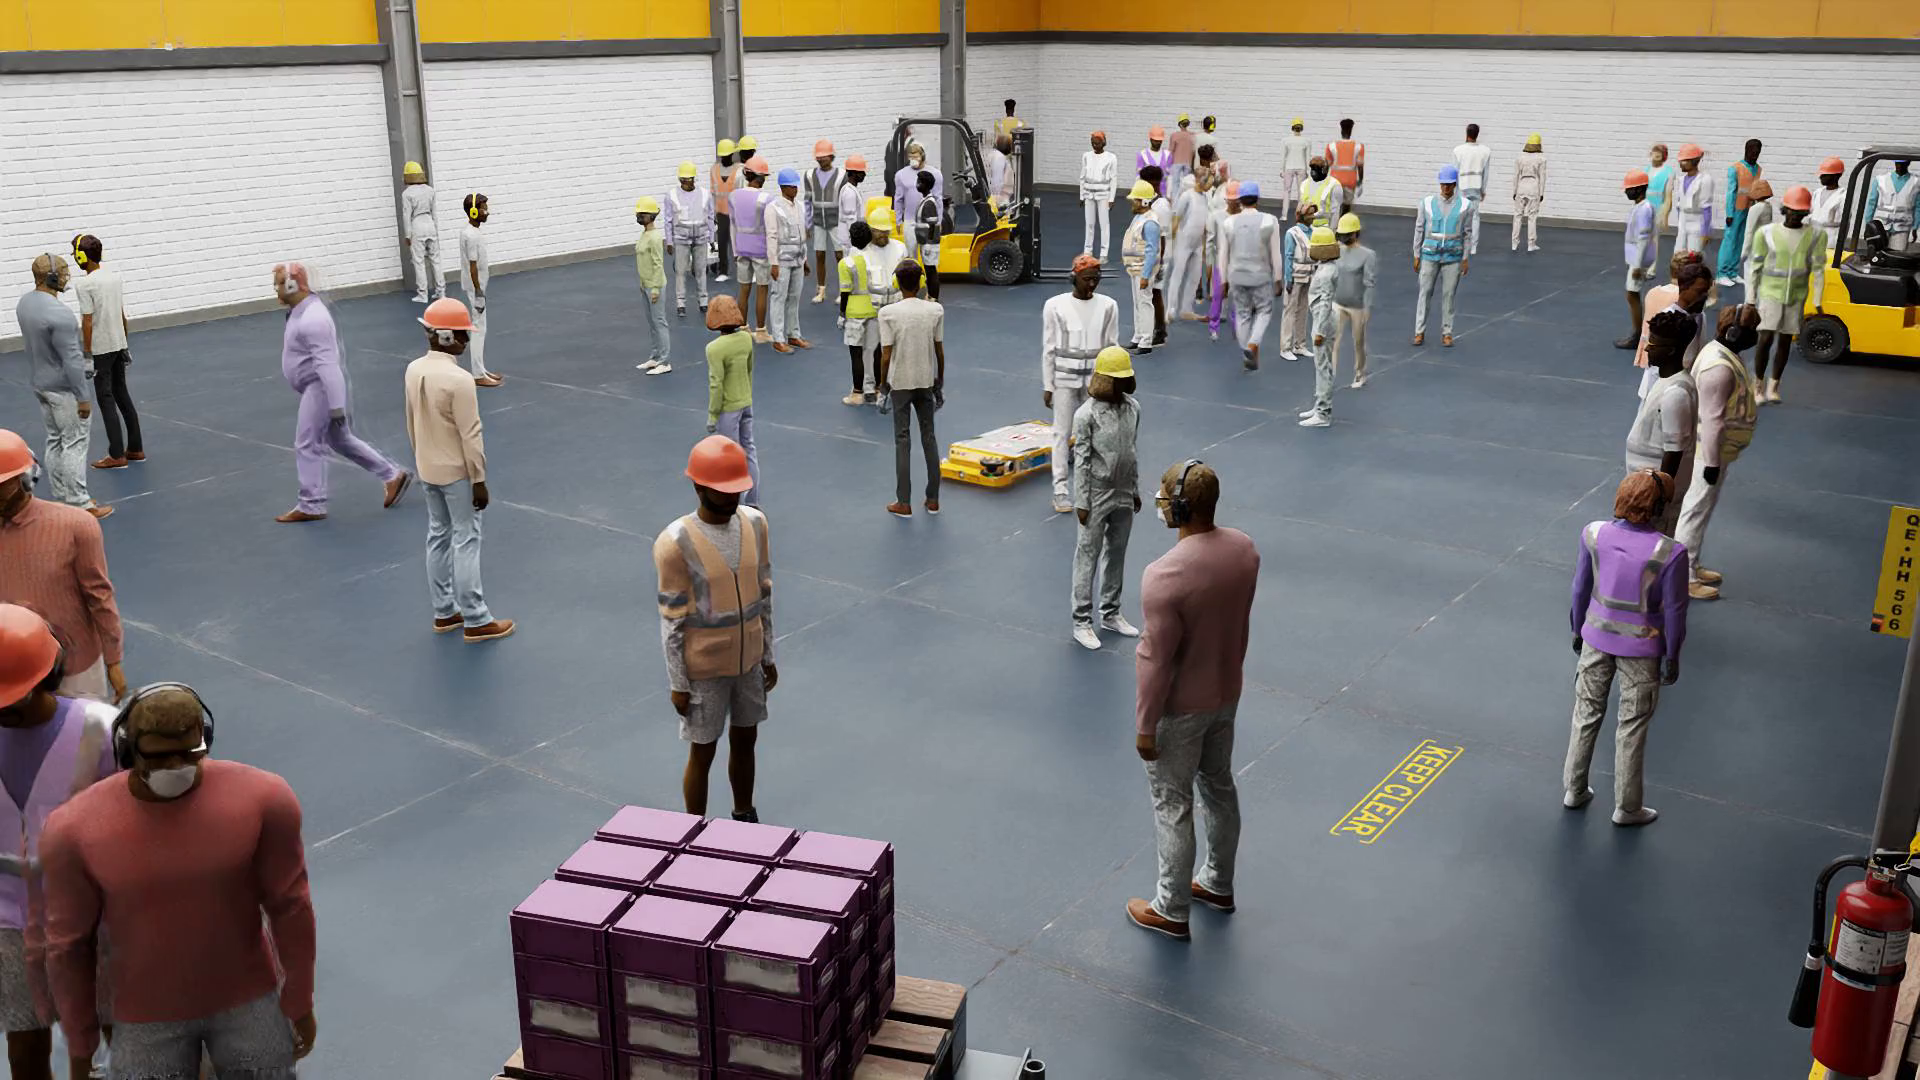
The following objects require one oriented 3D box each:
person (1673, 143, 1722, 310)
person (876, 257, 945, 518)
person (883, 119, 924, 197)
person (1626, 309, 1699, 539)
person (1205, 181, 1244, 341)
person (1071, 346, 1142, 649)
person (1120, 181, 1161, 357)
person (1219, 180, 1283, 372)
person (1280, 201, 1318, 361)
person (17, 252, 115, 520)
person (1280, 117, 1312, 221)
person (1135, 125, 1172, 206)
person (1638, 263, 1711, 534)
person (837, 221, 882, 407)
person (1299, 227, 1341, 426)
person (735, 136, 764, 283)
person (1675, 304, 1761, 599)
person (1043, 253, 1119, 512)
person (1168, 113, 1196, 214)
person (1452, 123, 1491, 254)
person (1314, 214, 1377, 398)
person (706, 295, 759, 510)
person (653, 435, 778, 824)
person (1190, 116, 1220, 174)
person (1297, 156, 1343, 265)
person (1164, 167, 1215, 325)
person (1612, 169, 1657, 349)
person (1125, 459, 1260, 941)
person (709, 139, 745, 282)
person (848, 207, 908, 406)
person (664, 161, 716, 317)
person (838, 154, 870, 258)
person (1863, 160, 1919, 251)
[{"bbox_3d":[8.908,-3.777,20.127,0.708,2.012,0.641,-4,18,-13],"label":"person"},{"bbox_3d":[-0.354,-1.087,11.943,0.516,1.865,0.325,-7,19,-21],"label":"person"},{"bbox_3d":[-0.909,-5.425,25.224,0.693,2.000,1.010,10,20,28],"label":"person"},{"bbox_3d":[3.923,-0.320,9.379,0.364,1.965,0.608,6,19,17],"label":"person"},{"bbox_3d":[2.986,-3.066,18.314,0.573,1.748,0.343,0,18,-1],"label":"person"},{"bbox_3d":[0.858,-0.249,9.517,0.493,1.743,0.299,-14,23,-37],"label":"person"},{"bbox_3d":[1.902,-2.854,17.517,0.403,1.834,0.589,-1,18,-5],"label":"person"},{"bbox_3d":[2.892,-2.600,16.596,0.670,1.908,0.614,8,19,23],"label":"person"},{"bbox_3d":[3.561,-2.707,17.369,0.514,1.641,0.309,-15,23,-39],"label":"person"},{"bbox_3d":[-6.365,-1.065,11.776,0.639,1.928,0.369,13,22,36],"label":"person"},{"bbox_3d":[5.779,-6.391,28.710,0.522,1.758,0.351,1,18,4],"label":"person"},{"bbox_3d":[2.830,-5.060,24.253,0.555,1.932,0.379,-6,19,-18],"label":"person"},{"bbox_3d":[4.866,-0.948,11.424,0.597,1.915,0.369,-16,23,-40],"label":"person"},{"bbox_3d":[-0.901,-2.078,15.310,0.532,1.697,0.319,-14,22,-37],"label":"person"},{"bbox_3d":[3.154,-1.865,14.581,0.313,1.738,0.483,5,18,14],"label":"person"},{"bbox_3d":[-2.794,-4.410,22.233,0.366,1.926,0.594,1,18,2],"label":"person"},{"bbox_3d":[4.689,-0.556,10.337,0.429,1.836,0.631,9,20,25],"label":"person"},{"bbox_3d":[0.884,-1.134,12.073,0.578,1.880,0.387,-4,18,-13],"label":"person"},{"bbox_3d":[3.972,-6.733,29.779,0.532,1.758,0.345,-3,18,-10],"label":"person"},{"bbox_3d":[7.593,-5.233,24.828,0.596,1.914,0.373,-2,18,-7],"label":"person"},{"bbox_3d":[3.695,-2.236,15.797,0.535,1.716,0.937,11,21,30],"label":"person"},{"bbox_3d":[-1.627,-0.919,11.788,0.286,1.633,0.500,9,20,26],"label":"person"},{"bbox_3d":[-0.969,0.498,6.887,0.539,1.929,0.383,-16,24,-41],"label":"person"},{"bbox_3d":[4.130,-6.096,27.628,0.609,1.849,0.577,-15,23,-39],"label":"person"},{"bbox_3d":[4.378,-3.787,20.447,0.431,1.836,0.619,-15,23,-39],"label":"person"},{"bbox_3d":[2.612,-3.389,19.259,0.700,1.810,0.360,-15,23,-39],"label":"person"},{"bbox_3d":[7.243,-3.017,17.902,0.448,1.912,0.557,6,19,18],"label":"person"},{"bbox_3d":[0.898,0.628,6.478,0.633,1.932,0.367,-16,24,-41],"label":"person"},{"bbox_3d":[-3.055,-4.444,22.393,0.627,1.893,0.655,5,18,16],"label":"person"},{"bbox_3d":[-0.731,-2.150,15.342,0.601,1.821,0.403,-7,19,-22],"label":"person"},{"bbox_3d":[-3.205,-3.582,19.799,0.603,1.828,0.404,-7,19,-20],"label":"person"},{"bbox_3d":[-1.230,-3.535,19.506,0.390,1.929,0.540,1,18,2],"label":"person"},{"bbox_3d":[11.466,-3.855,20.464,0.617,1.946,0.393,10,20,28],"label":"person"}]
